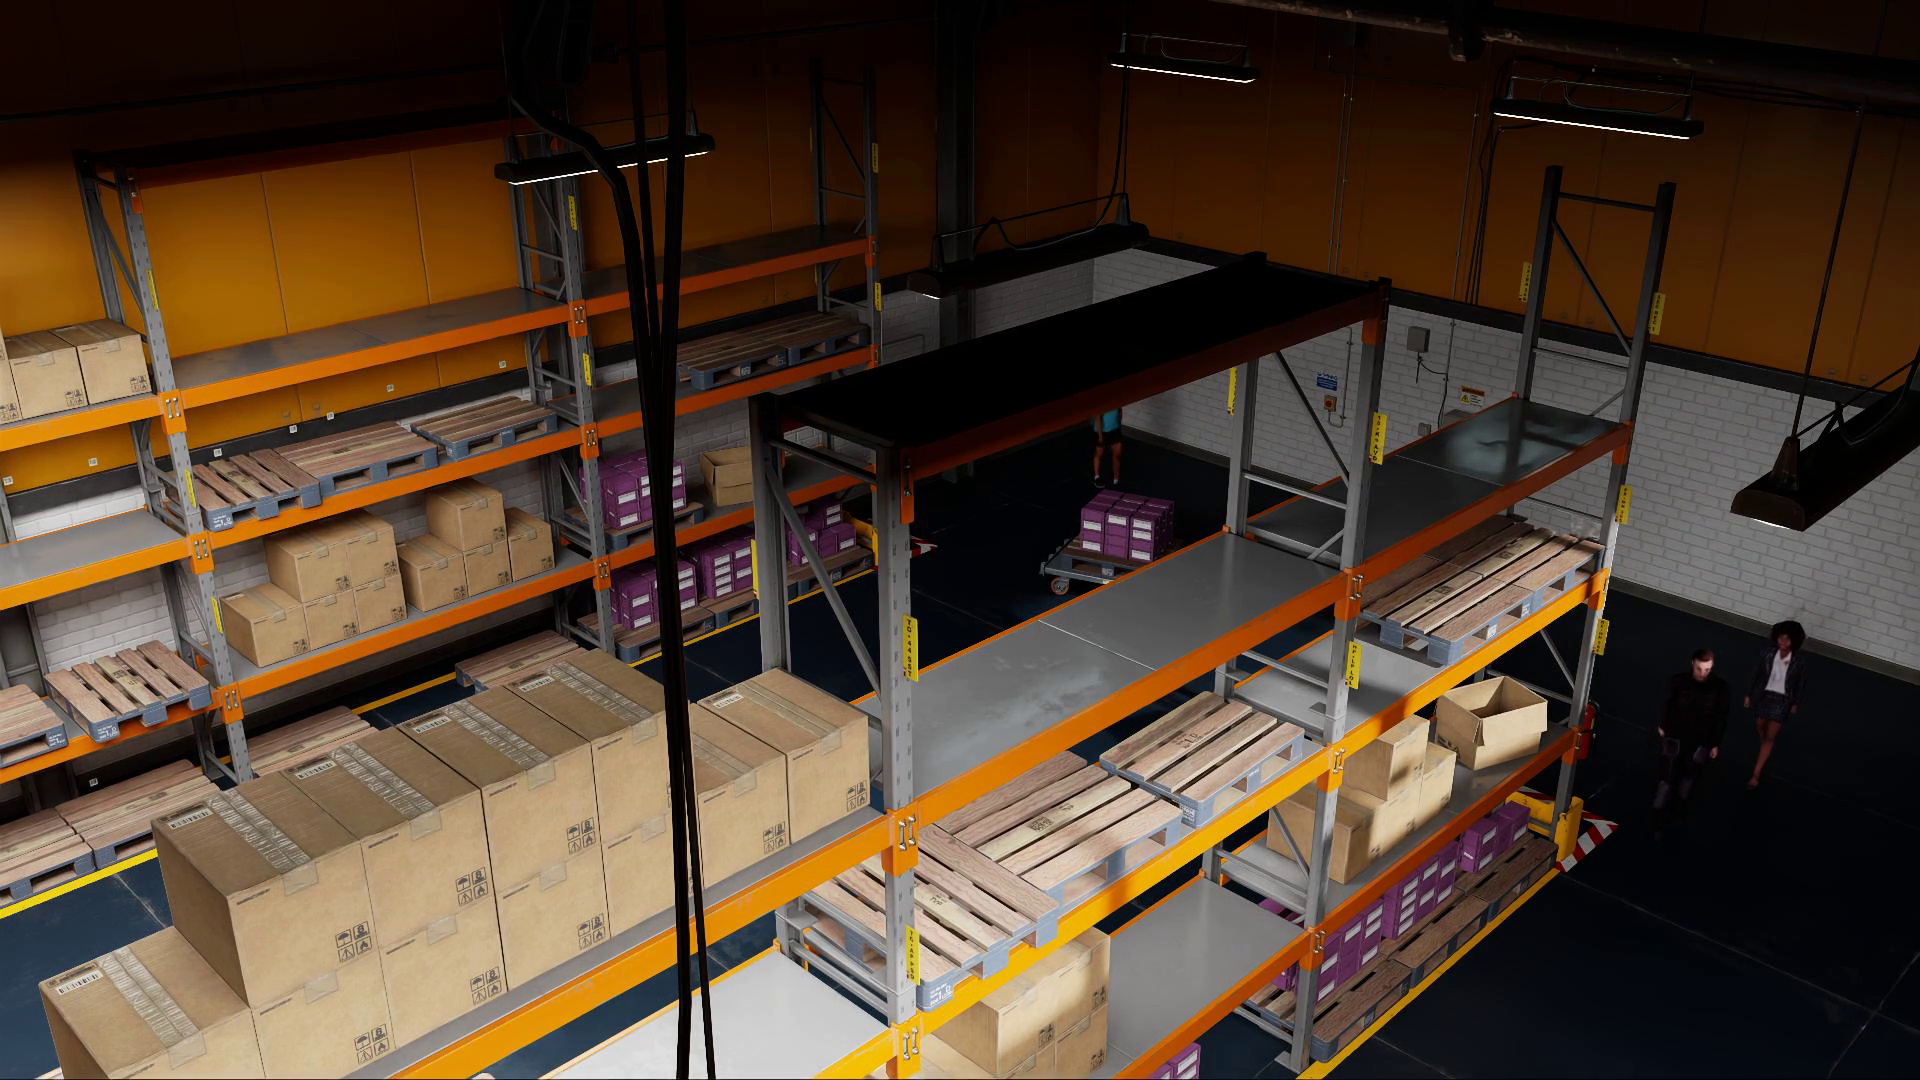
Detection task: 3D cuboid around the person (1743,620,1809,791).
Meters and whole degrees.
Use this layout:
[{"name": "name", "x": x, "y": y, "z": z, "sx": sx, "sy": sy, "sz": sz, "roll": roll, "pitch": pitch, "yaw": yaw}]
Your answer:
[{"name": "person", "x": 7.756, "y": 1.514, "z": 15.830, "sx": 0.709, "sy": 1.664, "sz": 1.061, "roll": 19, "pitch": 30, "yaw": 36}]

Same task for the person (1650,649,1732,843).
[{"name": "person", "x": 6.571, "y": 1.757, "z": 15.010, "sx": 0.939, "sy": 1.877, "sz": 1.044, "roll": 6, "pitch": 24, "yaw": 13}]

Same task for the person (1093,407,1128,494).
[{"name": "person", "x": 1.950, "y": -1.523, "z": 22.674, "sx": 0.885, "sy": 1.749, "sz": 0.865, "roll": -9, "pitch": 25, "yaw": -19}]
